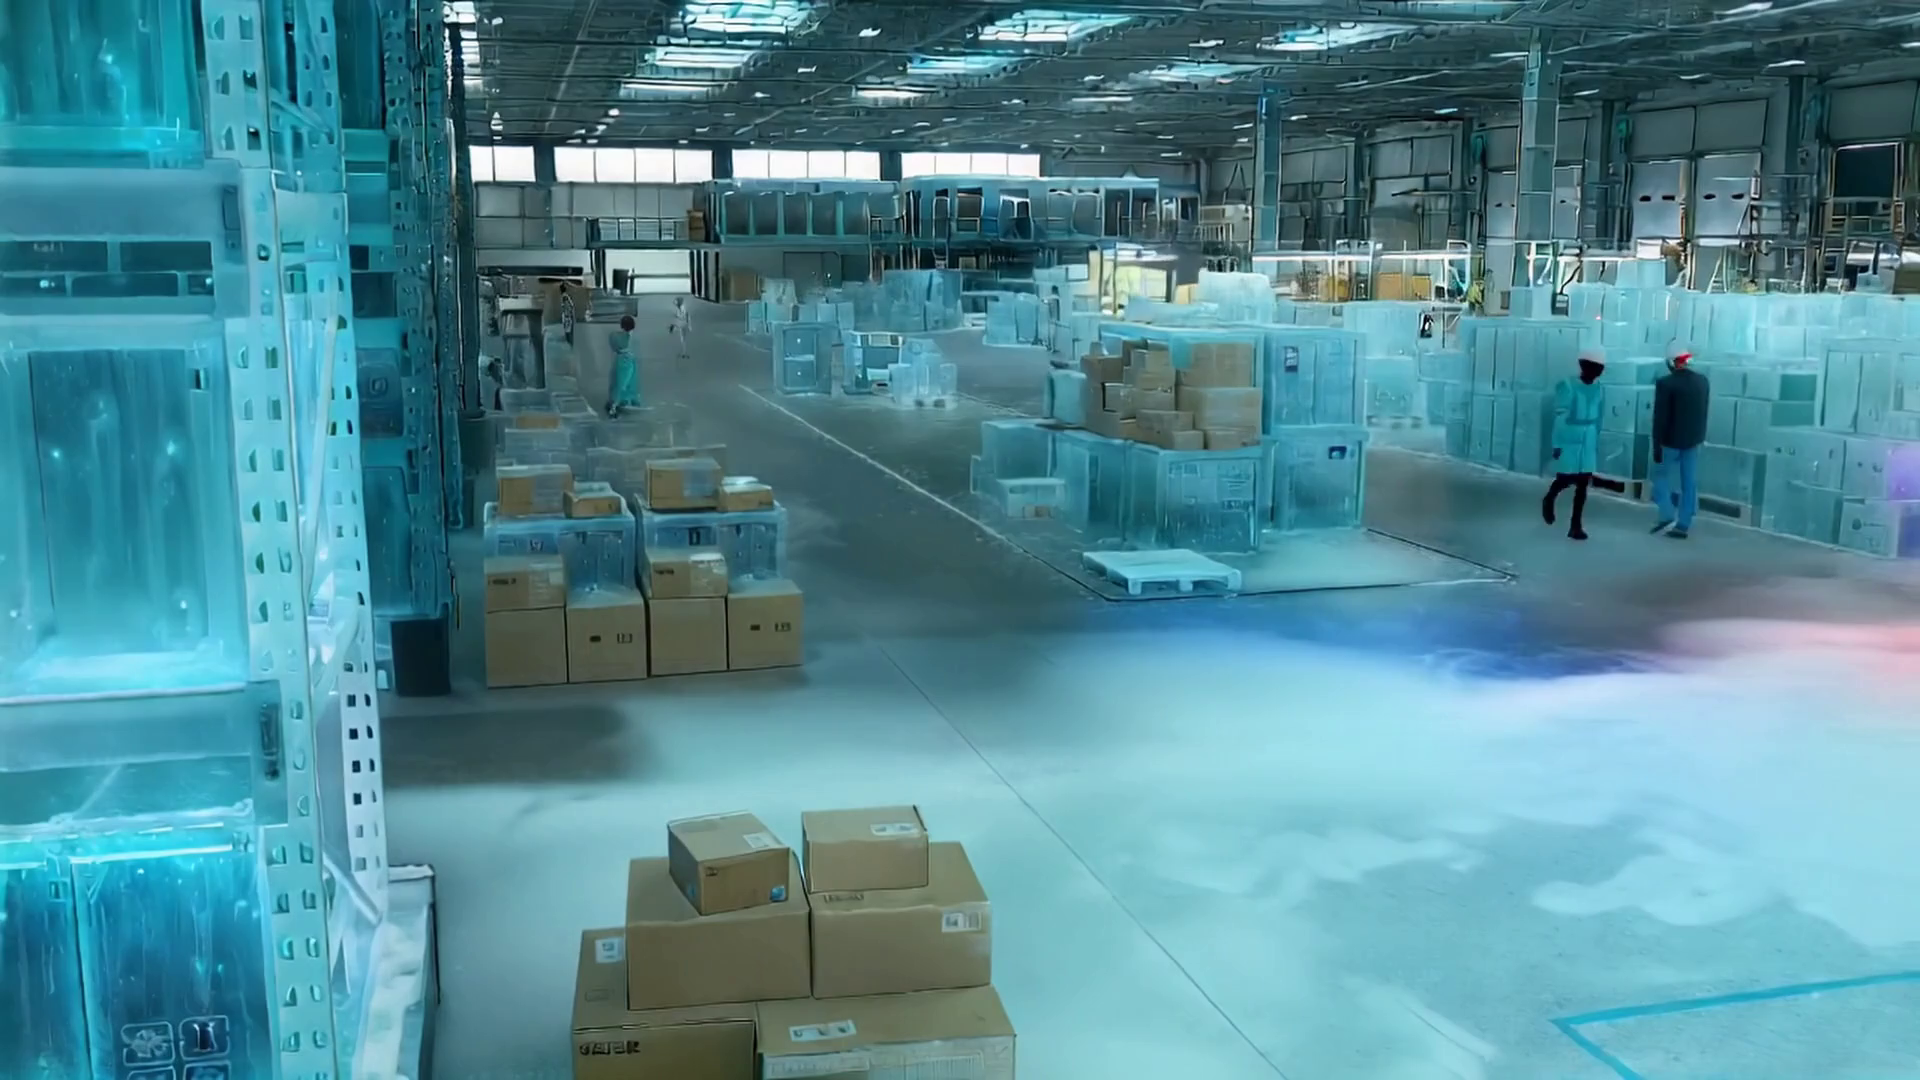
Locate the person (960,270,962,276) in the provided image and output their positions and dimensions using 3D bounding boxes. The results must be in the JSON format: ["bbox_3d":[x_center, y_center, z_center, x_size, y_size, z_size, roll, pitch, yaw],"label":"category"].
[{"bbox_3d":[-0.074,-11.257,74.984,0.958,1.806,0.526,-2,10,-11],"label":"person"}]

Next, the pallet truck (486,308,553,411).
[{"bbox_3d":[-6.242,-2.418,24.362,0.823,1.965,1.885,1,10,3],"label":"pallet truck"}]

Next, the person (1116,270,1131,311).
[{"bbox_3d":[5.675,-8.405,58.145,0.538,2.000,0.682,4,11,20],"label":"person"}]

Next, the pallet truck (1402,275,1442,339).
[{"bbox_3d":[14.620,-7.324,52.145,0.823,1.965,1.885,8,13,40],"label":"pallet truck"}]

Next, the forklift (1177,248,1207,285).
[{"bbox_3d":[5.246,-5.222,37.740,1.873,2.768,1.129,-3,10,-15],"label":"forklift"}]

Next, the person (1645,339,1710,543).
[{"bbox_3d":[6.975,-0.967,16.221,0.656,1.965,0.573,-2,10,-12],"label":"person"}]

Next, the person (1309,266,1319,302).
[{"bbox_3d":[17.676,-12.735,83.053,0.391,1.911,0.585,-9,13,-41],"label":"person"}]

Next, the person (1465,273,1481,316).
[{"bbox_3d":[18.361,-8.596,59.571,0.584,1.919,0.382,-1,10,-8],"label":"person"}]

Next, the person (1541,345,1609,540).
[{"bbox_3d":[6.076,-0.981,16.479,0.580,1.912,0.683,-2,10,-10],"label":"person"}]

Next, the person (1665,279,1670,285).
[{"bbox_3d":[22.918,-7.572,54.037,0.630,1.820,0.636,4,11,19],"label":"person"}]

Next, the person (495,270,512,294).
[{"bbox_3d":[-18.145,-9.752,66.087,0.641,1.937,1.057,-2,10,-10],"label":"person"}]

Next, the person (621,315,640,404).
[{"bbox_3d":[-5.633,-2.976,28.373,0.321,1.697,0.530,-3,10,-16],"label":"person"}]

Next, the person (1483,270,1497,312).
[{"bbox_3d":[23.052,-10.770,72.206,0.528,1.853,0.870,-4,11,-21],"label":"person"}]

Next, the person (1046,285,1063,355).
[{"bbox_3d":[2.505,-5.834,44.122,0.322,1.859,0.511,-9,14,-43],"label":"person"}]

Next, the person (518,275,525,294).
[{"bbox_3d":[-17.333,-9.600,65.749,0.290,1.746,0.486,-8,13,-37],"label":"person"}]

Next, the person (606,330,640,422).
[{"bbox_3d":[-4.422,-1.808,21.482,0.965,1.789,0.629,-3,10,-14],"label":"person"}]

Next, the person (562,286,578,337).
[{"bbox_3d":[-12.345,-7.228,52.660,0.510,1.618,0.358,-2,10,-13],"label":"person"}]

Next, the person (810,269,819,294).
[{"bbox_3d":[-6.334,-10.973,73.073,0.840,1.902,0.581,3,10,16],"label":"person"}]

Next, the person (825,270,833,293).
[{"bbox_3d":[-5.492,-10.535,70.689,0.659,1.862,0.623,3,11,17],"label":"person"}]

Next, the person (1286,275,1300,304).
[{"bbox_3d":[11.331,-8.072,56.697,0.584,1.883,0.337,-6,12,-30],"label":"person"}]

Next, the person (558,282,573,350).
[{"bbox_3d":[-10.239,-5.724,43.178,0.367,1.964,0.604,-1,10,-4],"label":"person"}]

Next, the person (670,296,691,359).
[{"bbox_3d":[-7.207,-5.477,42.824,0.530,1.596,0.851,-8,13,-39],"label":"person"}]

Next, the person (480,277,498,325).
[{"bbox_3d":[-16.977,-8.619,60.123,0.668,1.756,0.969,1,10,4],"label":"person"}]

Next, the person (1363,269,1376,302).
[{"bbox_3d":[18.193,-11.106,73.872,1.016,1.894,0.607,-9,13,-40],"label":"person"}]
